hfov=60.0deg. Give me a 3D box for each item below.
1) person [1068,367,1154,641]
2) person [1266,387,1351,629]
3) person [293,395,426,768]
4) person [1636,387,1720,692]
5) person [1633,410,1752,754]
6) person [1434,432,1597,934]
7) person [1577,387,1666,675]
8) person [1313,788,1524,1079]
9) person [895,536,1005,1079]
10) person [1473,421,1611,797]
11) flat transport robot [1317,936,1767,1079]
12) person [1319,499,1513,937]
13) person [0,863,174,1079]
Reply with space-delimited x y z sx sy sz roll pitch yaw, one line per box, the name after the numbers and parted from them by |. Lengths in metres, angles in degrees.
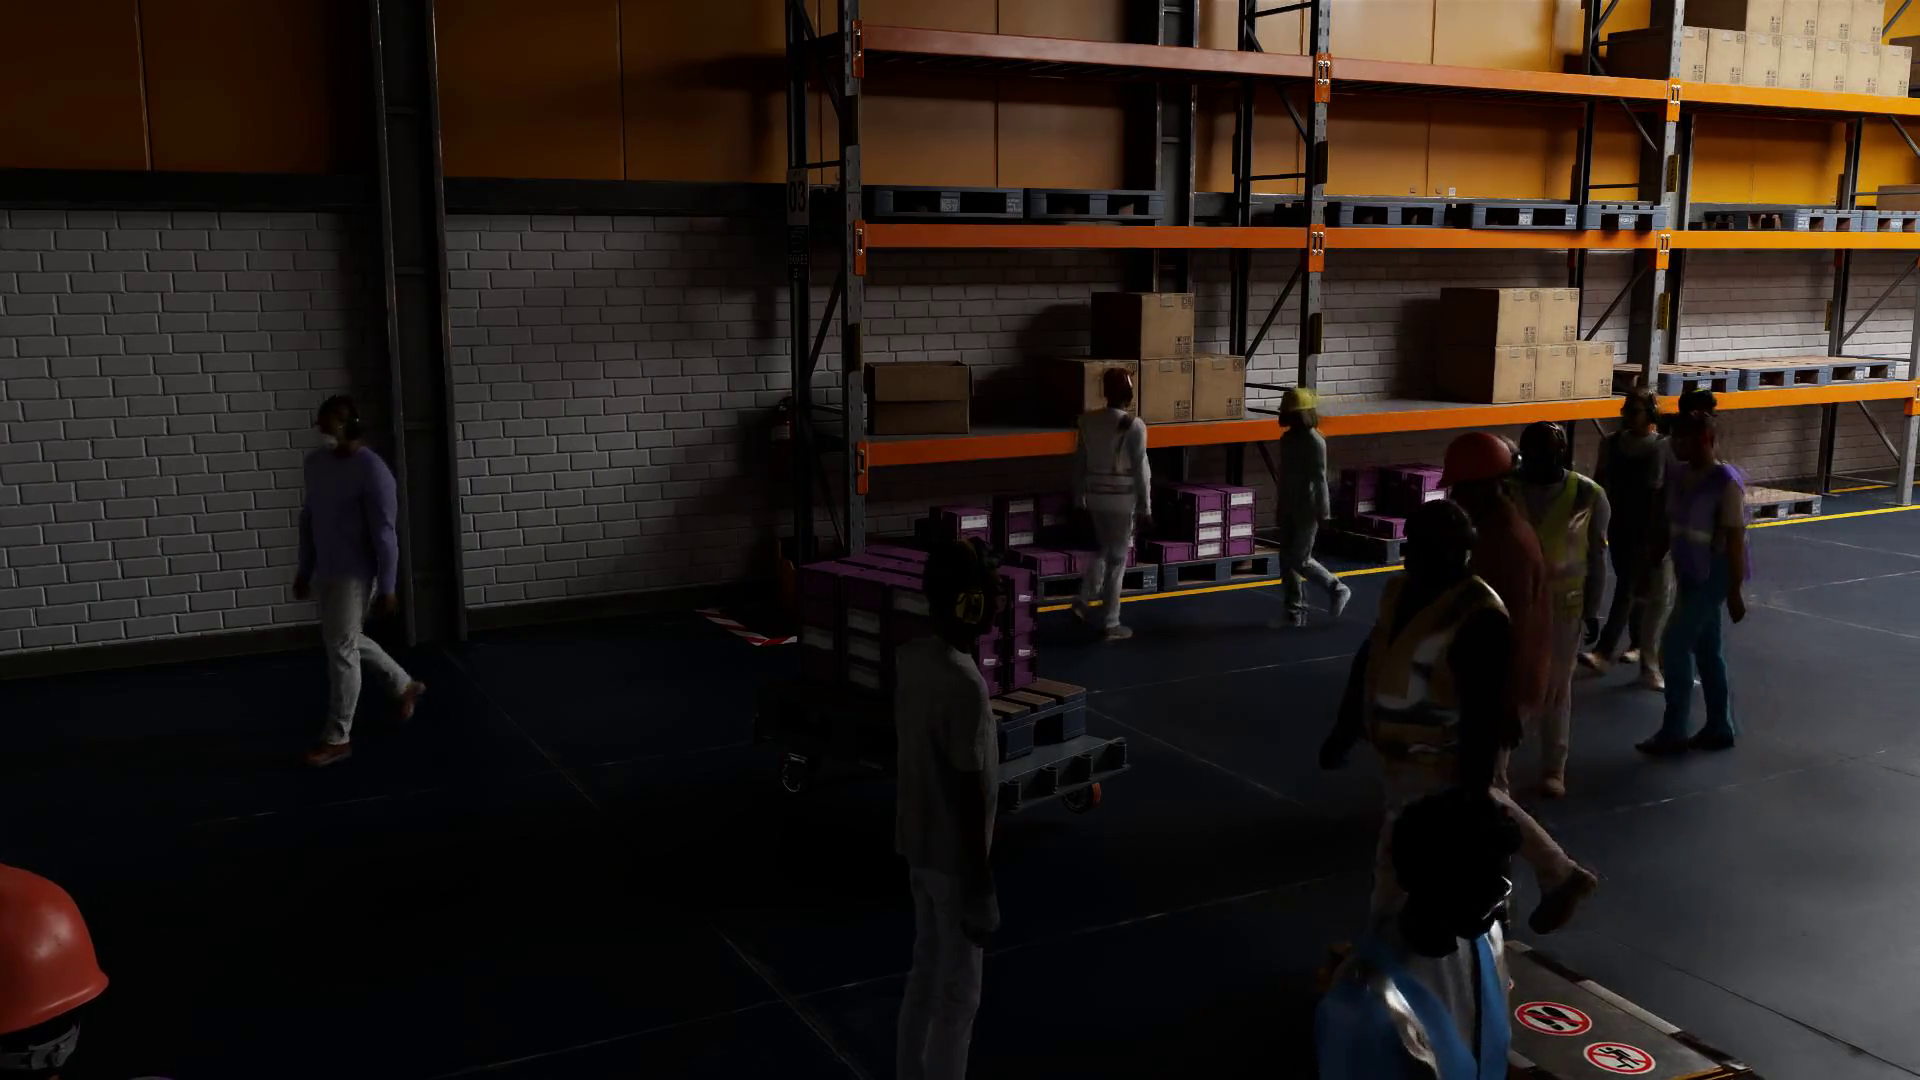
1.027 -0.238 11.301 0.431 1.871 0.586 -8 13 -38 | person
2.416 -0.209 11.574 0.532 1.730 0.480 -3 10 -18 | person
-3.197 0.177 8.796 0.642 1.914 0.875 8 12 37 | person
4.324 0.002 9.999 0.535 1.851 0.406 -3 10 -19 | person
3.826 0.227 8.792 0.755 1.810 0.580 0 10 0 | person
2.084 0.571 6.391 0.594 1.960 0.651 2 10 13 | person
4.166 -0.054 10.476 0.930 1.794 0.512 -7 12 -35 | person
0.845 1.258 3.234 0.554 1.674 0.439 -8 13 -40 | person
-0.016 0.913 4.715 0.316 1.860 0.510 -4 11 -22 | person
2.802 0.334 8.110 0.632 1.837 0.429 5 11 26 | person
1.837 1.595 5.353 0.652 0.197 1.431 -4 11 -22 | flat transport robot
1.548 0.755 5.736 0.618 1.813 0.665 -2 10 -11 | person
-1.144 1.329 2.085 0.356 1.937 0.552 1 10 8 | person
